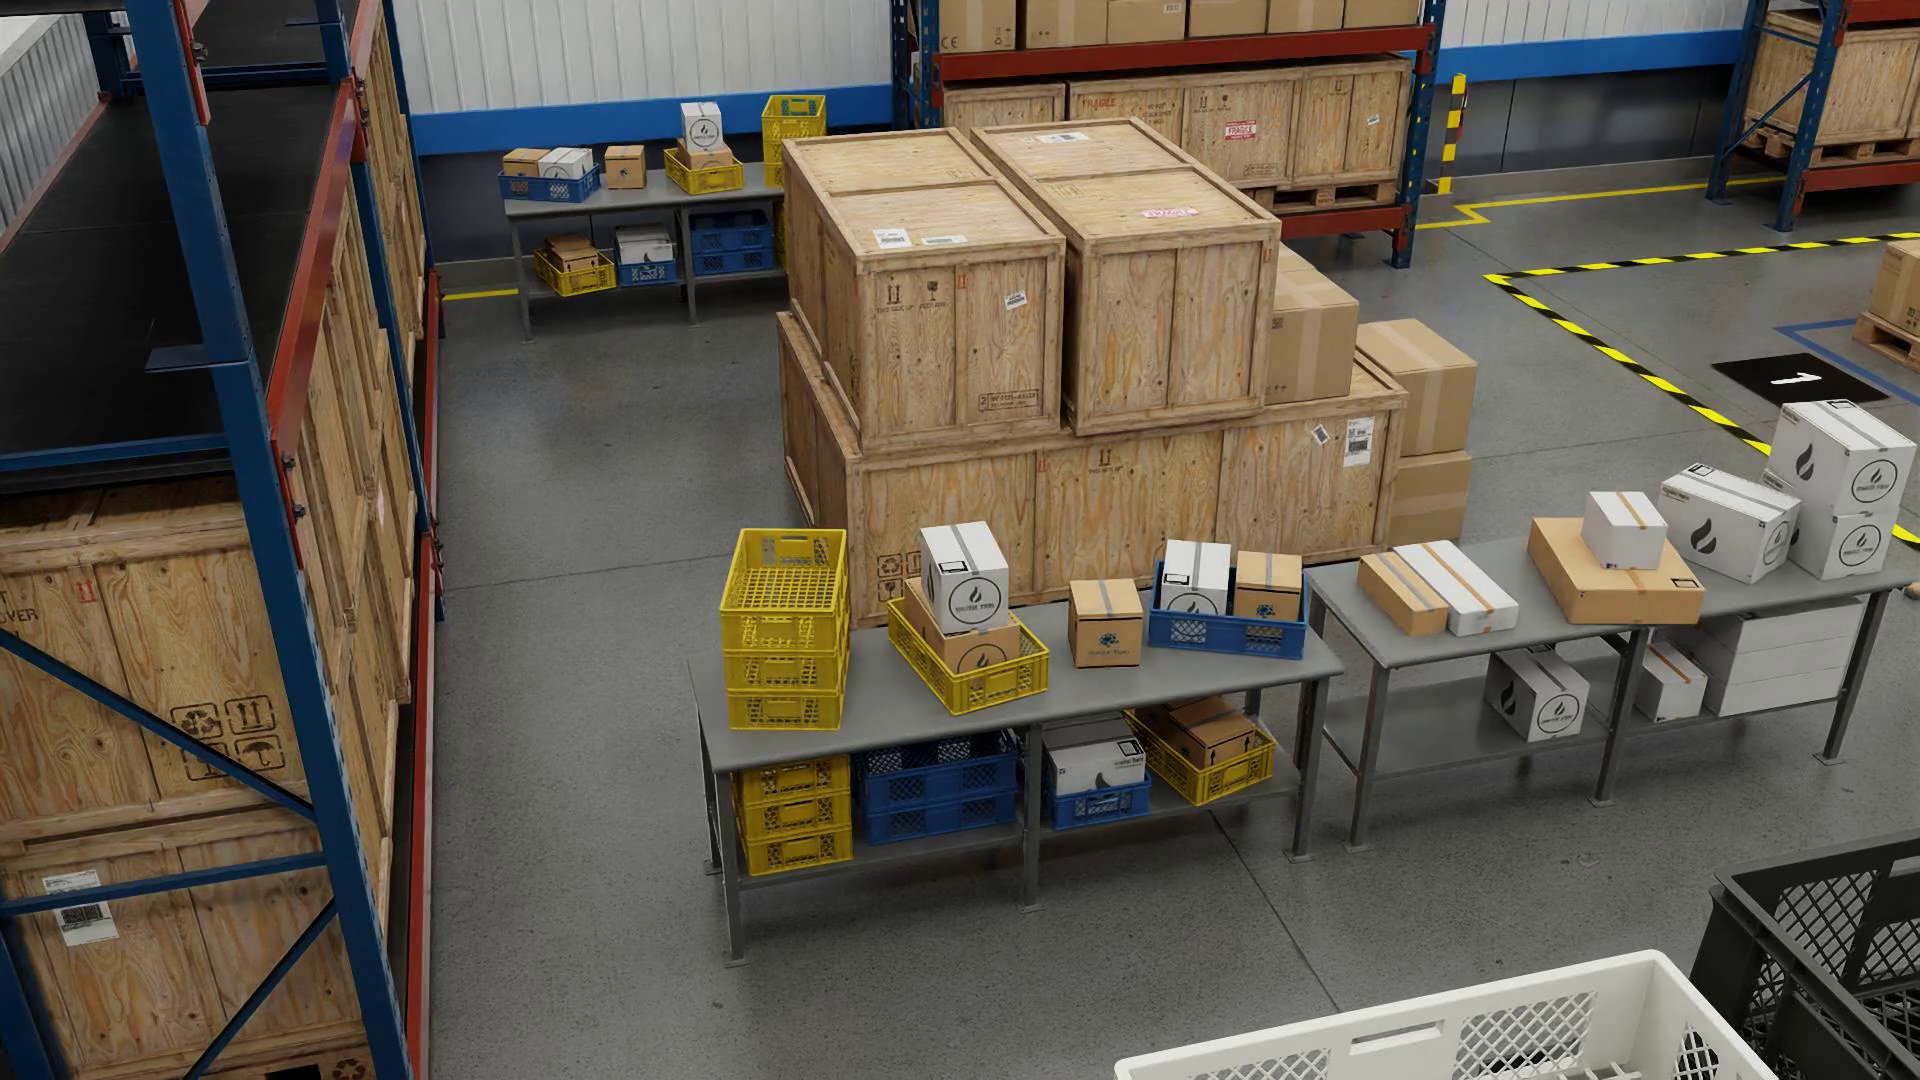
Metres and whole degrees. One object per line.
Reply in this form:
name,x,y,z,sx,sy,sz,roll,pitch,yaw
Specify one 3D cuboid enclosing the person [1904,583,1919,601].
person,5.175,-0.485,8.172,0.398,2.032,0.605,1,29,1
